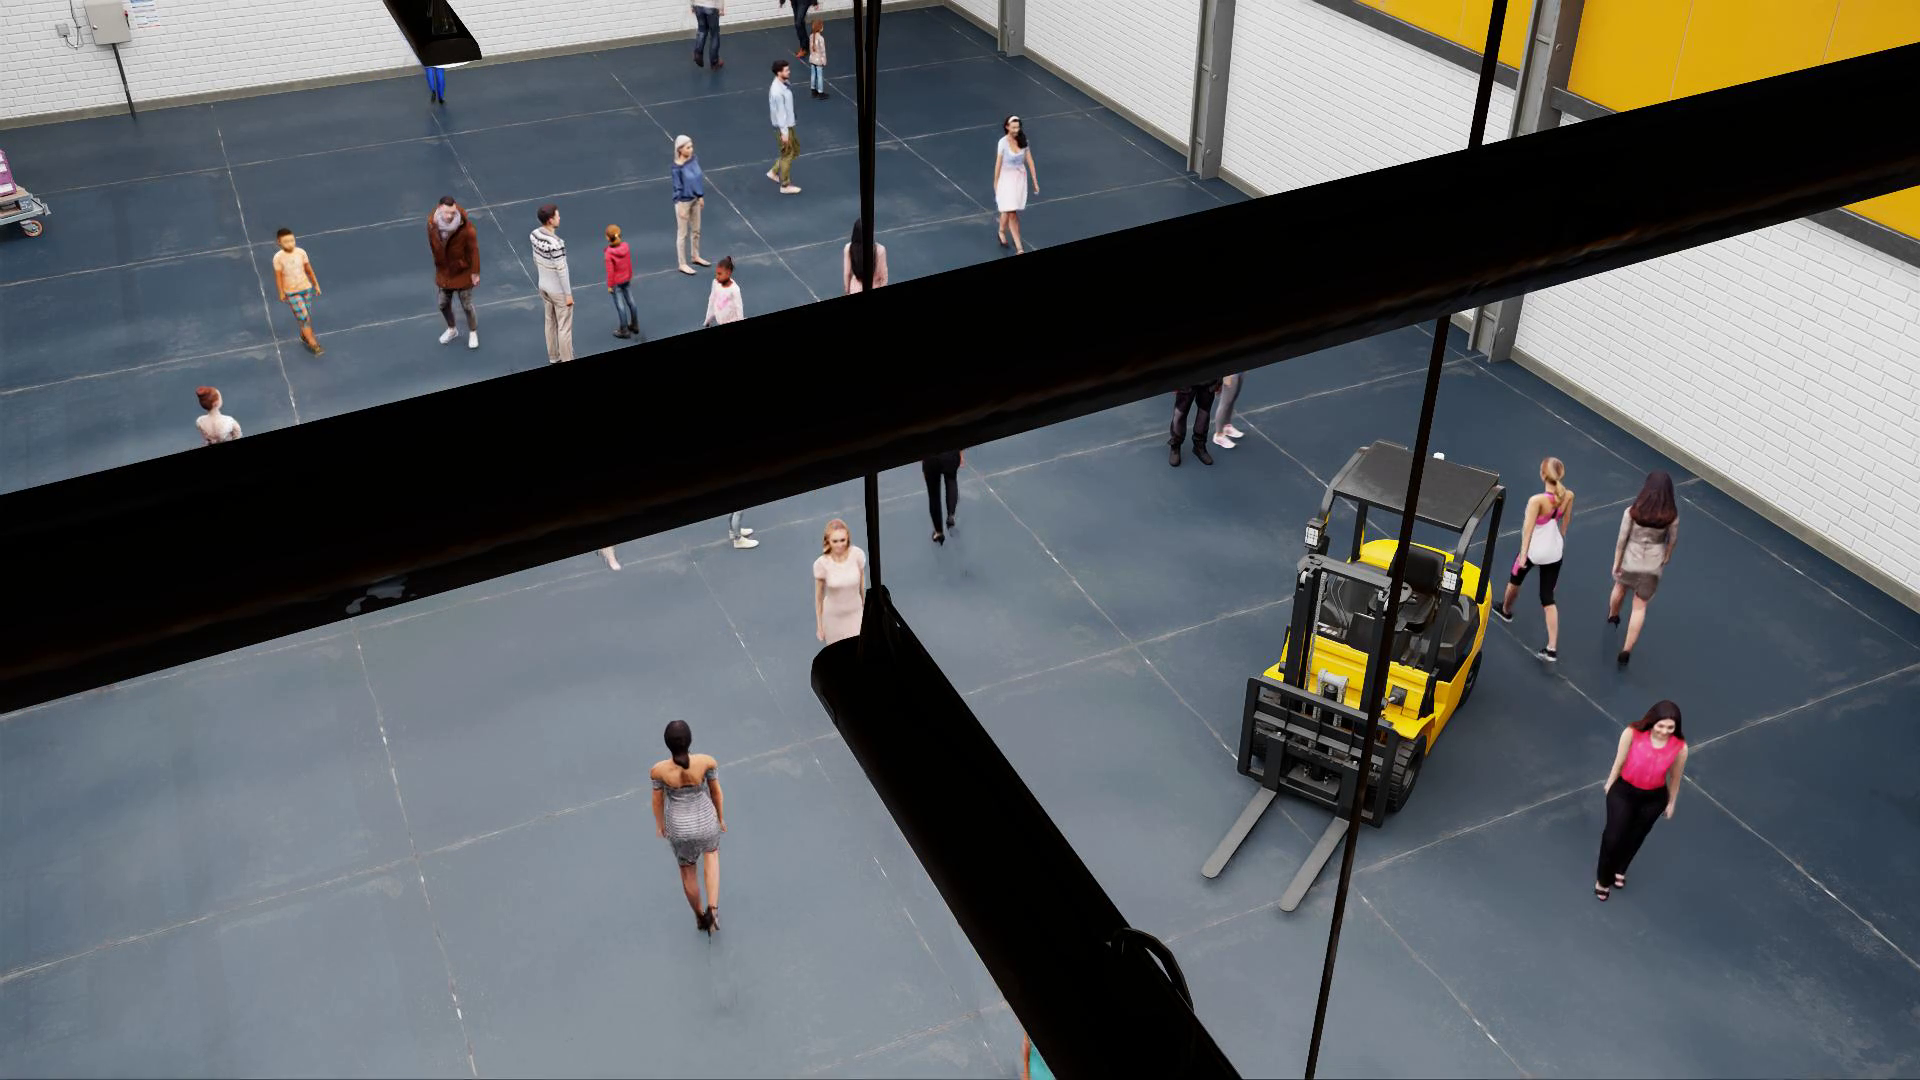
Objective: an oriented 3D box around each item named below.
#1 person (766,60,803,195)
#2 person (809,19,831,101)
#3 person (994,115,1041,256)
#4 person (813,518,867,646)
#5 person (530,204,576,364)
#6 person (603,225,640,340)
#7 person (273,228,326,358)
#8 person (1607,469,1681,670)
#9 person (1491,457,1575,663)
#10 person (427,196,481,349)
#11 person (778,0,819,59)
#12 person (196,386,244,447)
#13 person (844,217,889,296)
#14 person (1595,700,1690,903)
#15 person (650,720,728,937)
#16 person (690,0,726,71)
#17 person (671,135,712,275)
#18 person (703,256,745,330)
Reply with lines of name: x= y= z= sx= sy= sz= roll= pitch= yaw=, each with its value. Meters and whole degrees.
person: x=-2.412 y=-5.468 z=22.043 sx=0.892 sy=1.798 sz=0.811 roll=1 pitch=34 yaw=1
person: x=-2.184 y=-7.356 z=25.430 sx=0.485 sy=1.193 sz=0.592 roll=28 pitch=43 yaw=35
person: x=0.596 y=-4.356 z=20.399 sx=0.700 sy=1.765 sz=1.177 roll=-18 pitch=37 yaw=-25
person: x=-0.932 y=0.554 z=12.971 sx=0.664 sy=1.811 sz=0.789 roll=-9 pitch=35 yaw=-13
person: x=-4.352 y=-2.721 z=17.855 sx=0.810 sy=1.860 sz=0.609 roll=-27 pitch=42 yaw=-34
person: x=-3.794 y=-2.898 z=18.612 sx=0.604 sy=1.317 sz=0.587 roll=23 pitch=40 yaw=30
person: x=-7.312 y=-2.758 z=18.296 sx=0.761 sy=1.433 sz=1.007 roll=-29 pitch=43 yaw=-36
person: x=5.531 y=0.268 z=13.497 sx=1.009 sy=1.706 sz=1.054 roll=12 pitch=36 yaw=18
person: x=4.794 y=0.192 z=13.586 sx=0.777 sy=1.735 sz=1.238 roll=-8 pitch=34 yaw=-12
person: x=-5.547 y=-2.952 z=18.259 sx=0.918 sy=1.797 sz=0.916 roll=12 pitch=35 yaw=17
person: x=-2.549 y=-8.788 z=27.058 sx=0.882 sy=1.776 sz=0.979 roll=24 pitch=40 yaw=31
person: x=-6.449 y=-0.530 z=14.637 sx=0.982 sy=1.772 sz=1.074 roll=9 pitch=35 yaw=13
person: x=-1.019 y=-2.632 z=17.847 sx=0.835 sy=1.719 sz=0.908 roll=5 pitch=34 yaw=7
person: x=4.629 y=1.730 z=11.399 sx=0.742 sy=1.593 sz=0.799 roll=8 pitch=34 yaw=12
person: x=-1.736 y=2.030 z=10.912 sx=0.667 sy=1.633 sz=0.684 roll=-7 pitch=34 yaw=-11
person: x=-4.049 y=-8.379 z=26.340 sx=0.950 sy=1.890 sz=1.009 roll=14 pitch=36 yaw=20
person: x=-3.282 y=-4.058 z=20.015 sx=0.741 sy=1.695 sz=0.717 roll=19 pitch=38 yaw=26
person: x=-2.418 y=-2.356 z=17.708 sx=0.961 sy=1.414 sz=0.827 roll=29 pitch=43 yaw=36
